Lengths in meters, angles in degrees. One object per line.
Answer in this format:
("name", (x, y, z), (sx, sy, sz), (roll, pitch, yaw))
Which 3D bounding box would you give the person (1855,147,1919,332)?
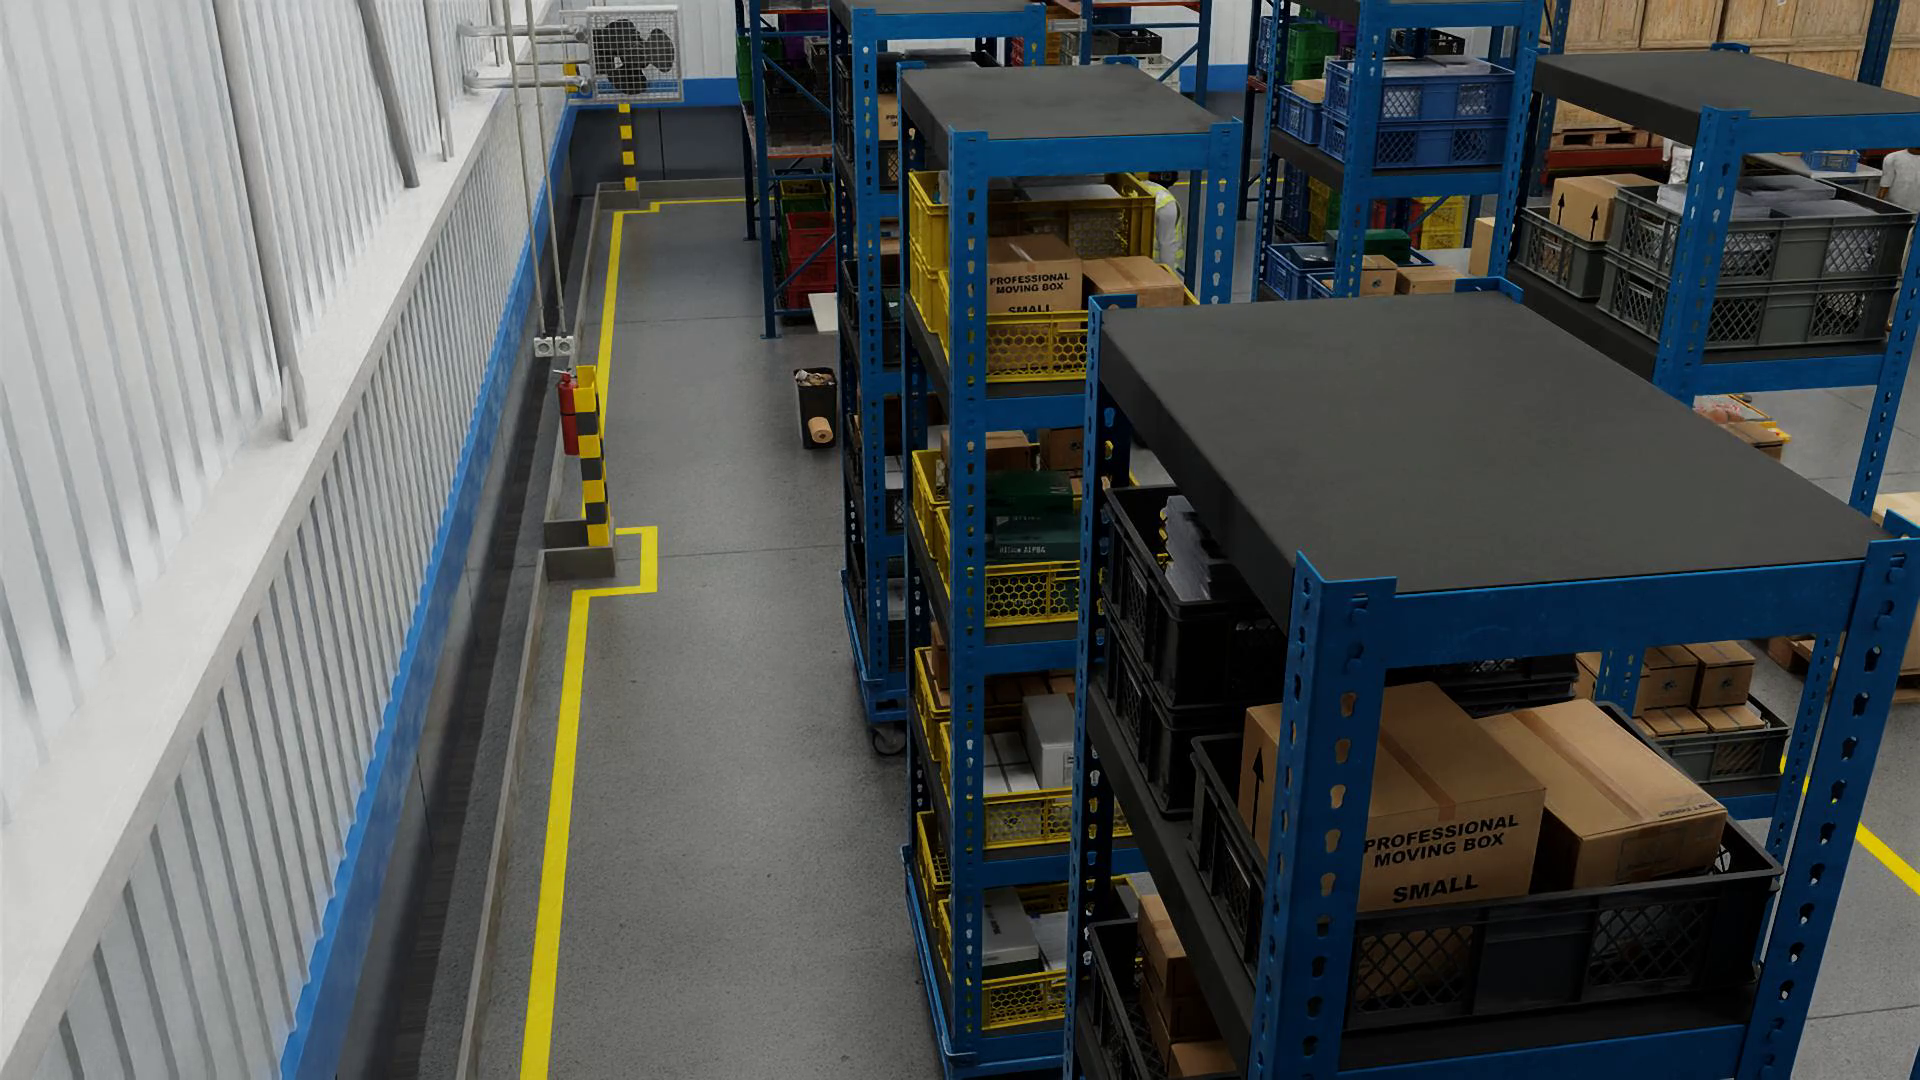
("person", (8.009, -2.679, 14.191), (0.515, 1.872, 0.328), (-5, 25, -12))

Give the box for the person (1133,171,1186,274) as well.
("person", (1.531, -2.127, 13.039), (0.430, 1.836, 0.629), (-8, 26, -18))
